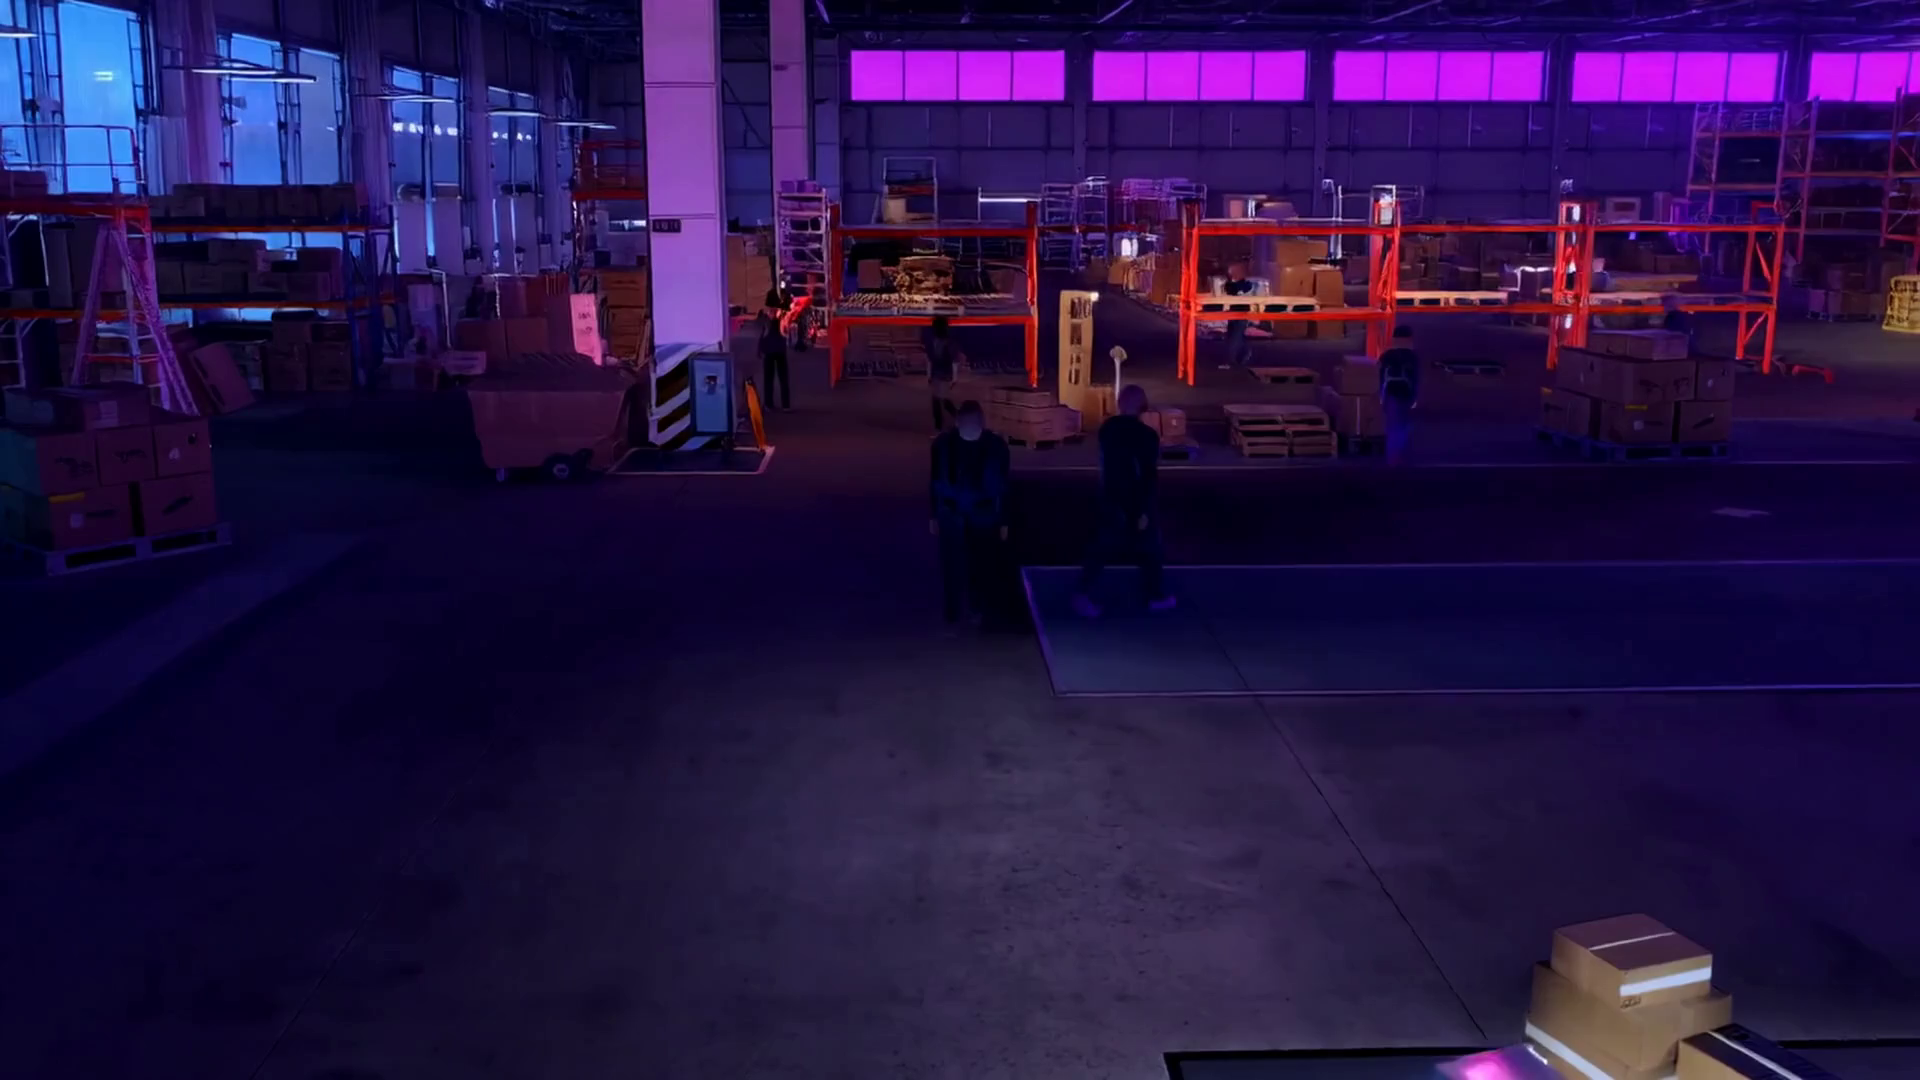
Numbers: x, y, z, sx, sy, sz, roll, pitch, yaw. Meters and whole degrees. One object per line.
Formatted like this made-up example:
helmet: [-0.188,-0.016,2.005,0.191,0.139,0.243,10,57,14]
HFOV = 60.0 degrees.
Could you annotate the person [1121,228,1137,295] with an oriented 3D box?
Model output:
person: [4.948,-8.127,48.569,0.546,1.934,0.376,12,17,43]

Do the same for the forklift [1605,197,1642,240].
forklift: [19.107,-8.511,48.149,1.129,2.768,1.873,0,12,-2]

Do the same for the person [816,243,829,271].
person: [-3.902,-7.732,46.803,0.498,1.924,0.638,-11,16,-40]

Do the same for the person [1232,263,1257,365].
person: [5.297,-4.226,31.034,0.734,1.896,0.594,-10,16,-38]

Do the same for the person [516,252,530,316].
person: [-10.706,-6.239,40.743,0.312,1.633,0.520,-7,14,-30]

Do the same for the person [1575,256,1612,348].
person: [12.728,-4.692,33.116,0.997,1.912,0.615,0,12,-1]

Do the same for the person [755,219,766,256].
person: [-7.101,-10.456,59.196,0.337,1.882,0.583,6,14,25]

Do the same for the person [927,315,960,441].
person: [-0.203,-2.181,22.280,0.548,1.682,0.518,10,16,37]

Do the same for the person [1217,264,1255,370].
person: [5.051,-4.065,30.262,0.792,1.921,0.636,-5,13,-22]

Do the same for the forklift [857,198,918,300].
forklift: [-1.871,-8.199,46.740,1.873,2.768,1.129,5,13,22]

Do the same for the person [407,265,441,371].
person: [-9.406,-3.850,29.248,0.542,1.939,0.359,-1,13,-3]

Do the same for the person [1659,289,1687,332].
person: [10.472,-2.704,24.208,0.818,1.890,0.629,9,15,35]

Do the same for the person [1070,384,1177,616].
person: [1.315,-0.311,13.443,1.002,1.894,0.623,-11,17,-42]

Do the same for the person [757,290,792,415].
person: [-2.733,-2.763,24.569,0.504,1.840,0.345,-2,13,-10]

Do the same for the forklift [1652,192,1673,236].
forklift: [25.355,-11.205,60.311,1.873,2.768,1.129,0,12,-2]

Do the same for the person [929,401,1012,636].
person: [0.064,-0.154,12.830,0.661,1.815,0.783,1,13,6]

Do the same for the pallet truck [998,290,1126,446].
pallet truck: [1.257,-2.299,22.111,1.885,1.965,0.823,-9,15,-35]

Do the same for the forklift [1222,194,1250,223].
forklift: [9.167,-10.128,55.448,1.129,2.768,1.873,-6,14,-27]

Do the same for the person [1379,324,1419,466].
person: [5.348,-1.760,20.271,0.505,1.726,0.377,8,15,33]
